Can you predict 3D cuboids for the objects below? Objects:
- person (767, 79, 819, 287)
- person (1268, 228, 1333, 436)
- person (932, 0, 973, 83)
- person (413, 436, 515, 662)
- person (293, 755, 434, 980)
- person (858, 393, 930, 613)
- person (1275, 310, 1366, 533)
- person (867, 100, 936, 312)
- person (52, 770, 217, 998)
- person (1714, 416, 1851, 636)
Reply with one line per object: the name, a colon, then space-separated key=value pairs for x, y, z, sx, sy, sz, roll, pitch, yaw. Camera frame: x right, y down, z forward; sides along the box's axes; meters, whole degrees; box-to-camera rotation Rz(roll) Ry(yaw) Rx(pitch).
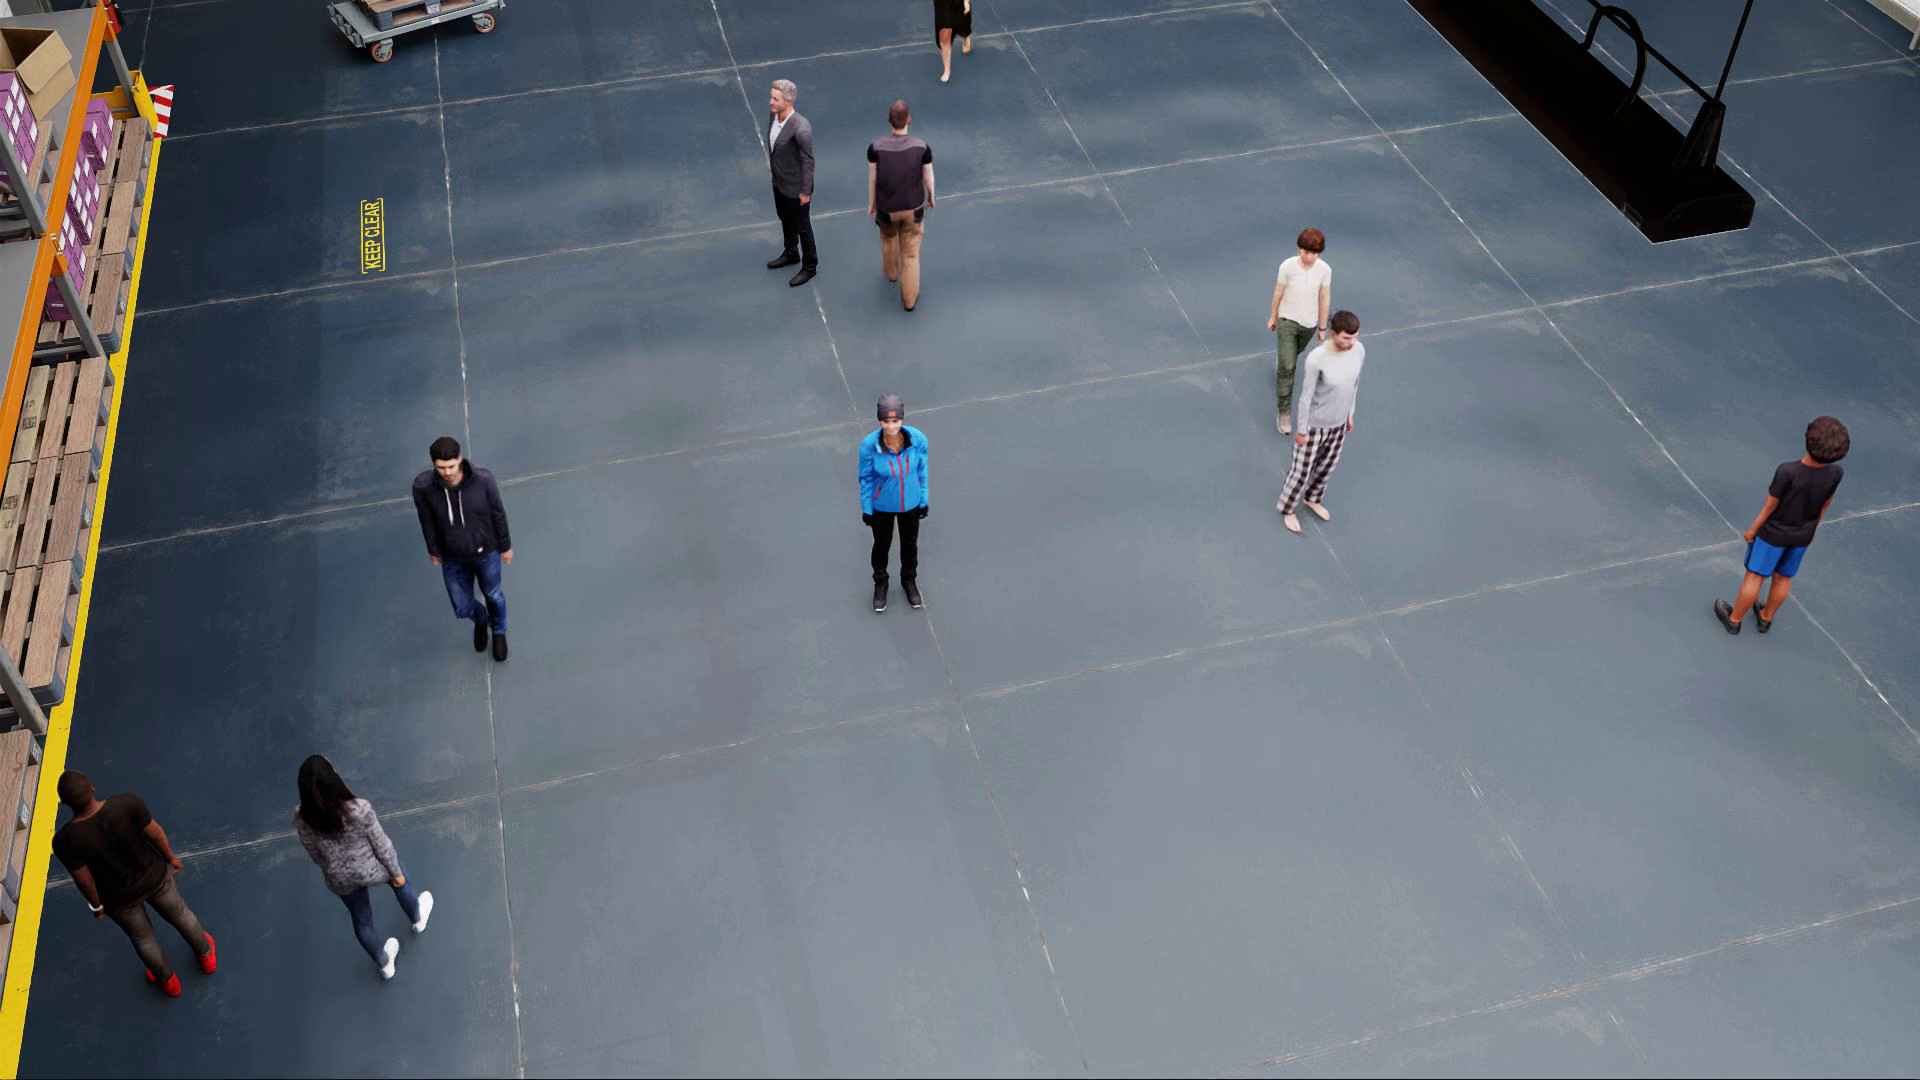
person: x=-1.433 y=-3.042 z=14.027 sx=0.865 sy=1.841 sz=0.692 roll=-28 pitch=50 yaw=-26
person: x=2.593 y=-1.717 z=12.800 sx=0.830 sy=1.615 sz=1.213 roll=2 pitch=44 yaw=2
person: x=-0.058 y=-5.492 z=16.769 sx=0.845 sy=1.605 sz=1.015 roll=10 pitch=45 yaw=10
person: x=-3.184 y=-0.007 z=10.812 sx=0.696 sy=1.881 sz=0.631 roll=-9 pitch=44 yaw=-9
person: x=-3.272 y=1.835 z=8.994 sx=0.734 sy=1.721 sz=0.834 roll=-3 pitch=44 yaw=-3
person: x=-0.435 y=-0.250 z=11.127 sx=0.633 sy=1.798 sz=0.536 roll=-7 pitch=44 yaw=-7
person: x=2.564 y=-0.863 z=11.735 sx=0.667 sy=1.847 sz=0.597 roll=-18 pitch=47 yaw=-18
person: x=-0.500 y=-2.701 z=13.687 sx=0.865 sy=1.817 sz=1.014 roll=1 pitch=44 yaw=2
person: x=-4.450 y=1.834 z=8.935 sx=0.718 sy=1.805 sz=0.700 roll=-33 pitch=52 yaw=-30
person: x=5.432 y=-0.069 z=10.936 sx=0.652 sy=1.799 sz=0.647 roll=0 pitch=44 yaw=0
